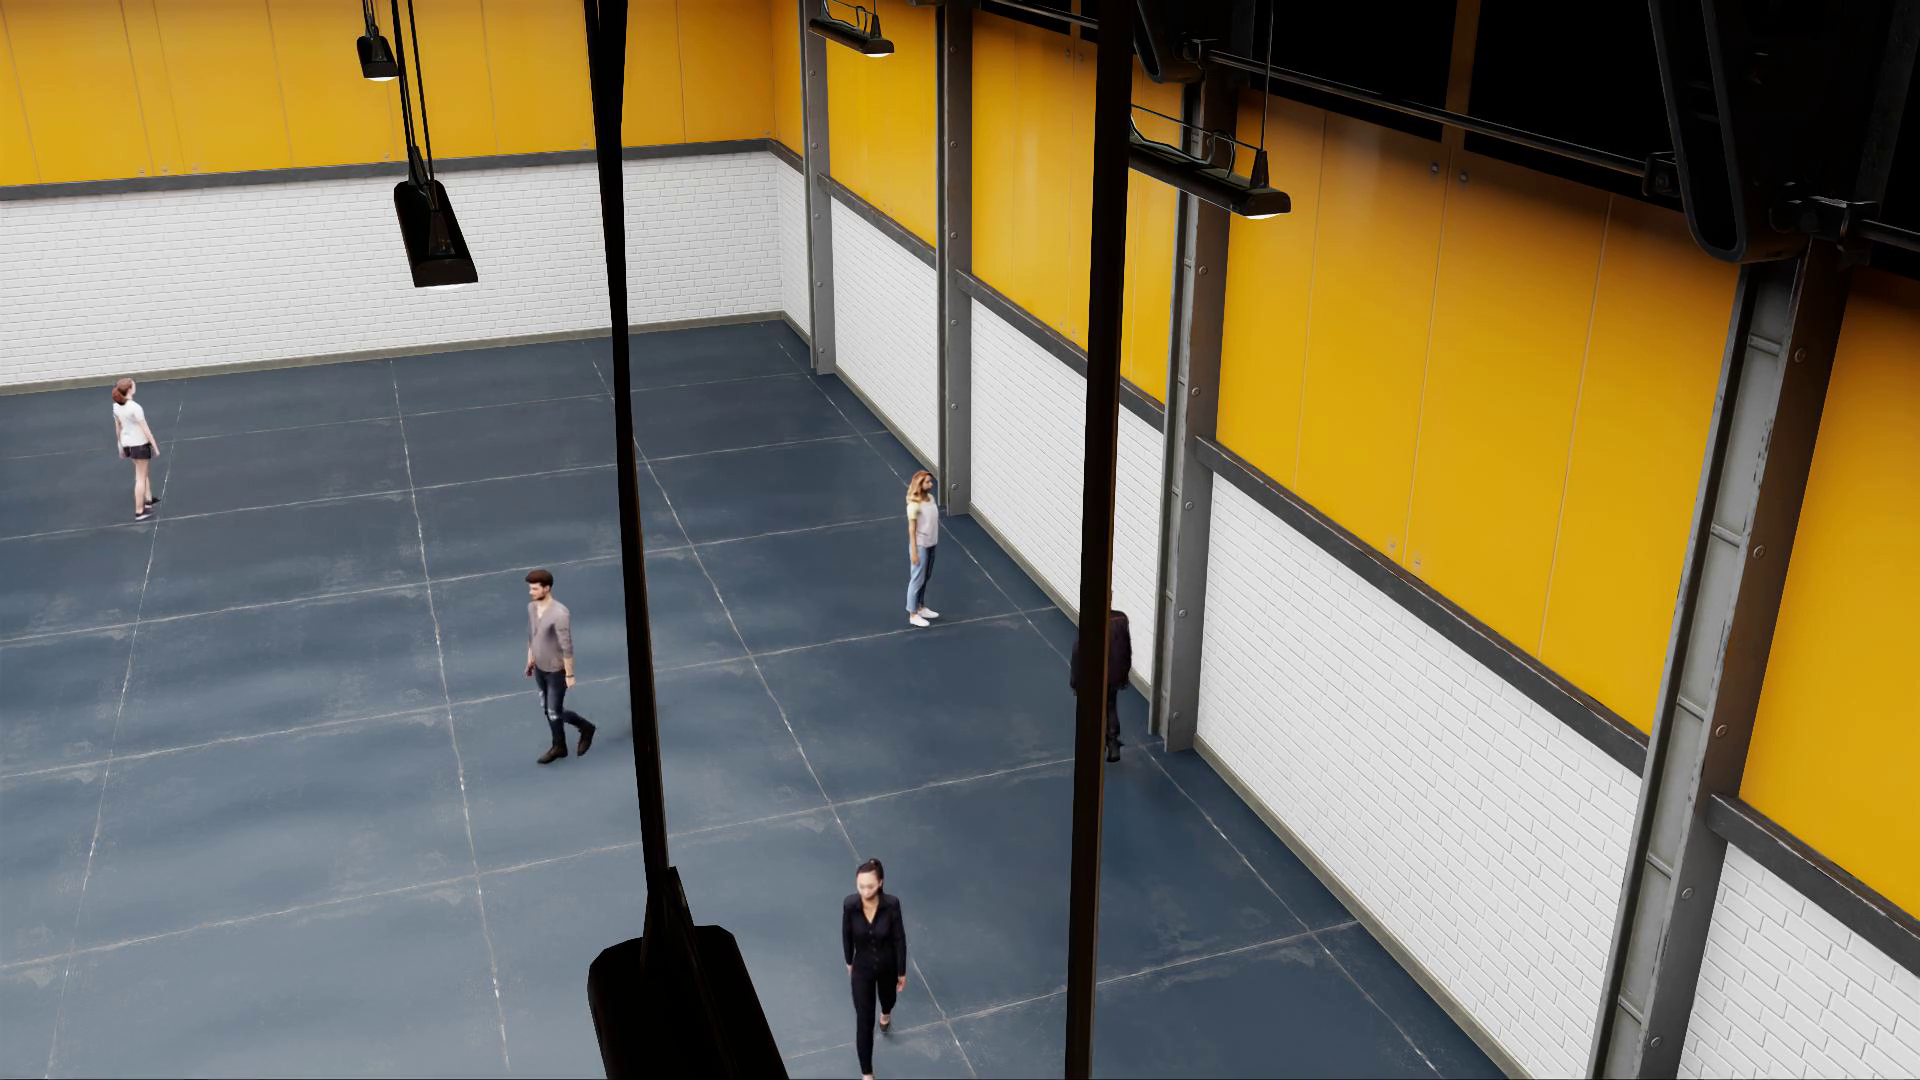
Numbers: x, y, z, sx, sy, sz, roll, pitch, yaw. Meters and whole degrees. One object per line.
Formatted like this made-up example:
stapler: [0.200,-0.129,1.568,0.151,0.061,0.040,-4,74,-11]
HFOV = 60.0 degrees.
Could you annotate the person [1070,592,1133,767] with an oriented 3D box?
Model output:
person: [1.288,1.242,14.721,0.709,1.817,0.740,-7,25,-16]

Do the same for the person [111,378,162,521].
person: [-10.041,-1.075,20.127,0.819,1.732,0.897,8,25,17]

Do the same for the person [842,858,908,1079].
person: [-0.552,2.864,11.190,0.805,1.673,1.137,-1,24,-2]

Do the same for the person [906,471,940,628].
person: [-0.402,0.071,17.519,0.762,1.723,0.693,10,25,21]

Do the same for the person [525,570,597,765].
person: [-3.586,1.117,14.917,0.872,1.890,0.917,21,31,39]
